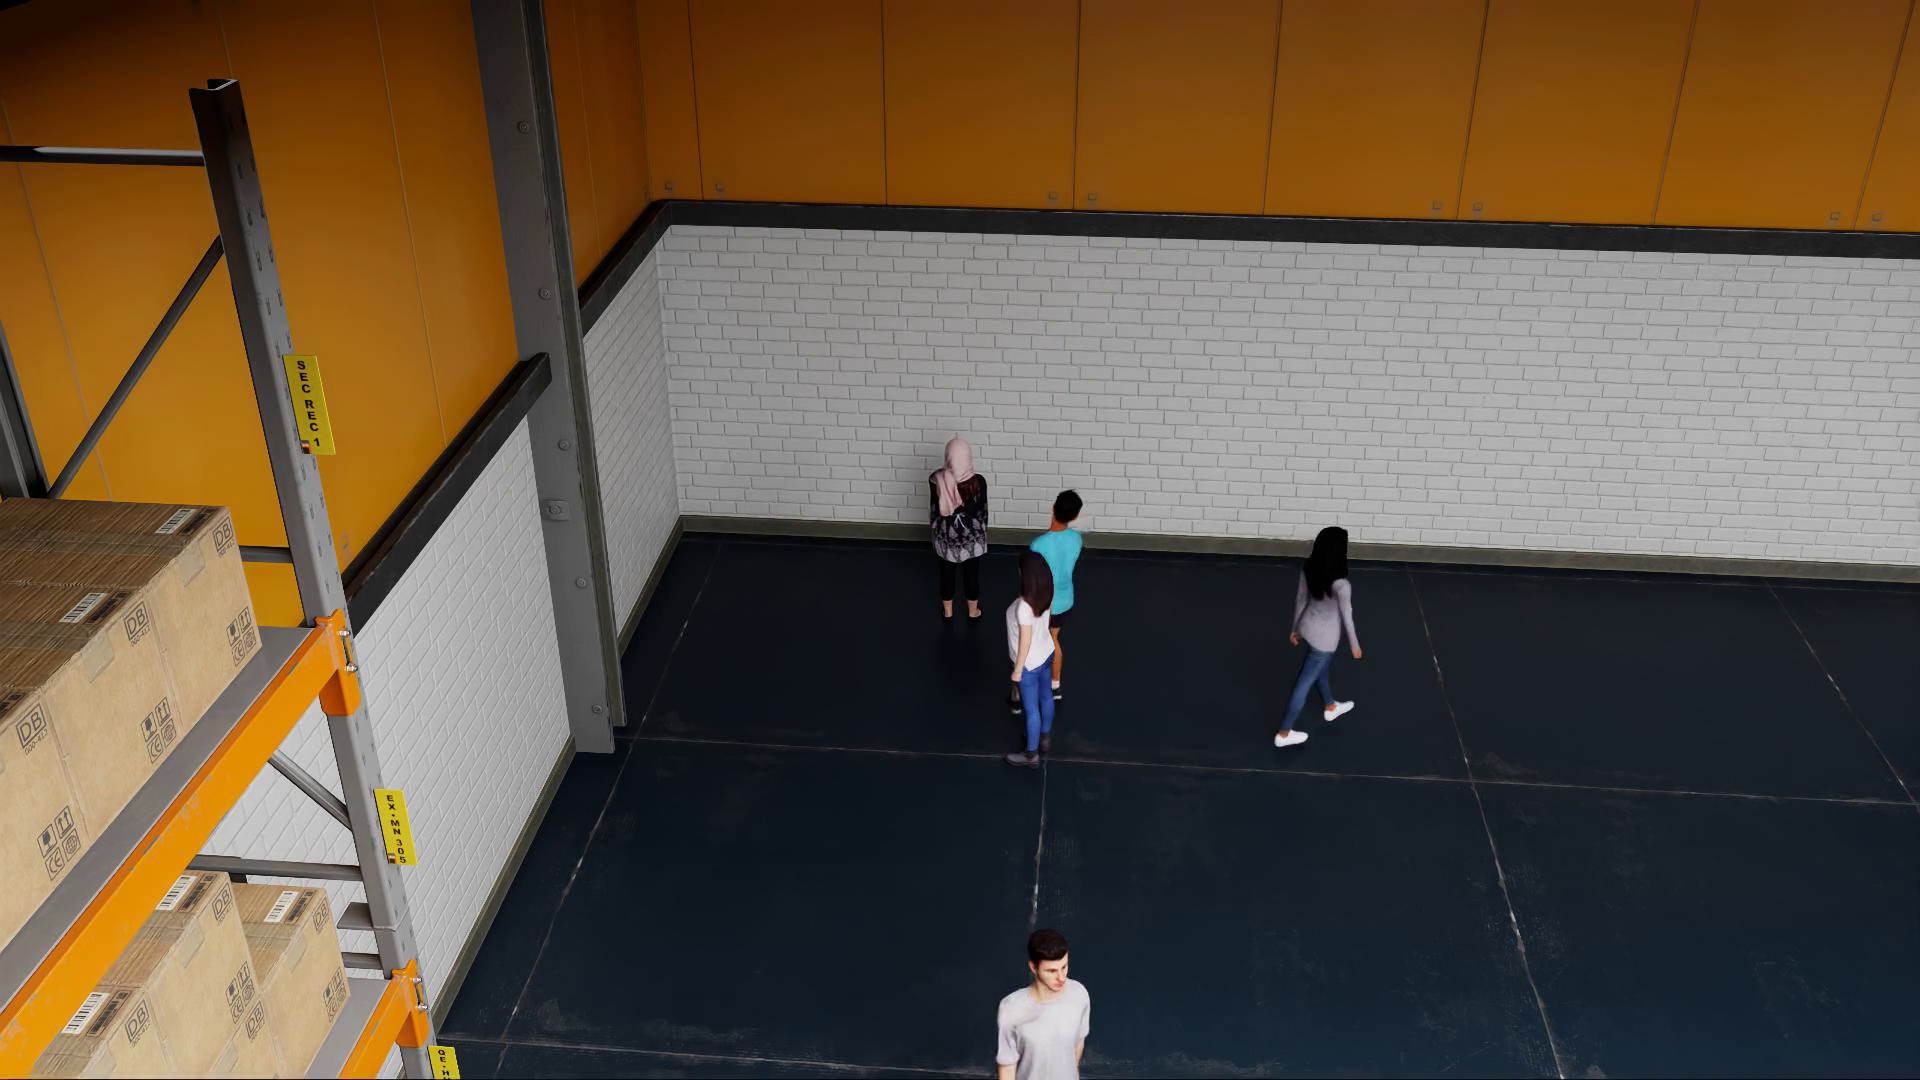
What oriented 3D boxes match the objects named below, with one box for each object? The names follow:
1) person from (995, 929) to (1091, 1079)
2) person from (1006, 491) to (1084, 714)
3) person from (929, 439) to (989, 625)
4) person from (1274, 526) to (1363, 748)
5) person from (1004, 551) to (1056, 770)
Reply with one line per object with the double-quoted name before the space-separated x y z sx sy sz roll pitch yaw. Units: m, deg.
"person" 0.329 2.614 8.067 1.027 1.859 1.275 -11 31 -20
"person" 0.734 0.472 12.113 0.909 1.744 0.853 20 34 32
"person" -0.009 -0.072 13.222 0.609 1.638 0.596 3 29 5
"person" 2.430 0.723 11.694 0.964 1.705 1.030 -12 31 -20
"person" 0.517 0.833 11.516 0.736 1.684 0.603 15 32 26
